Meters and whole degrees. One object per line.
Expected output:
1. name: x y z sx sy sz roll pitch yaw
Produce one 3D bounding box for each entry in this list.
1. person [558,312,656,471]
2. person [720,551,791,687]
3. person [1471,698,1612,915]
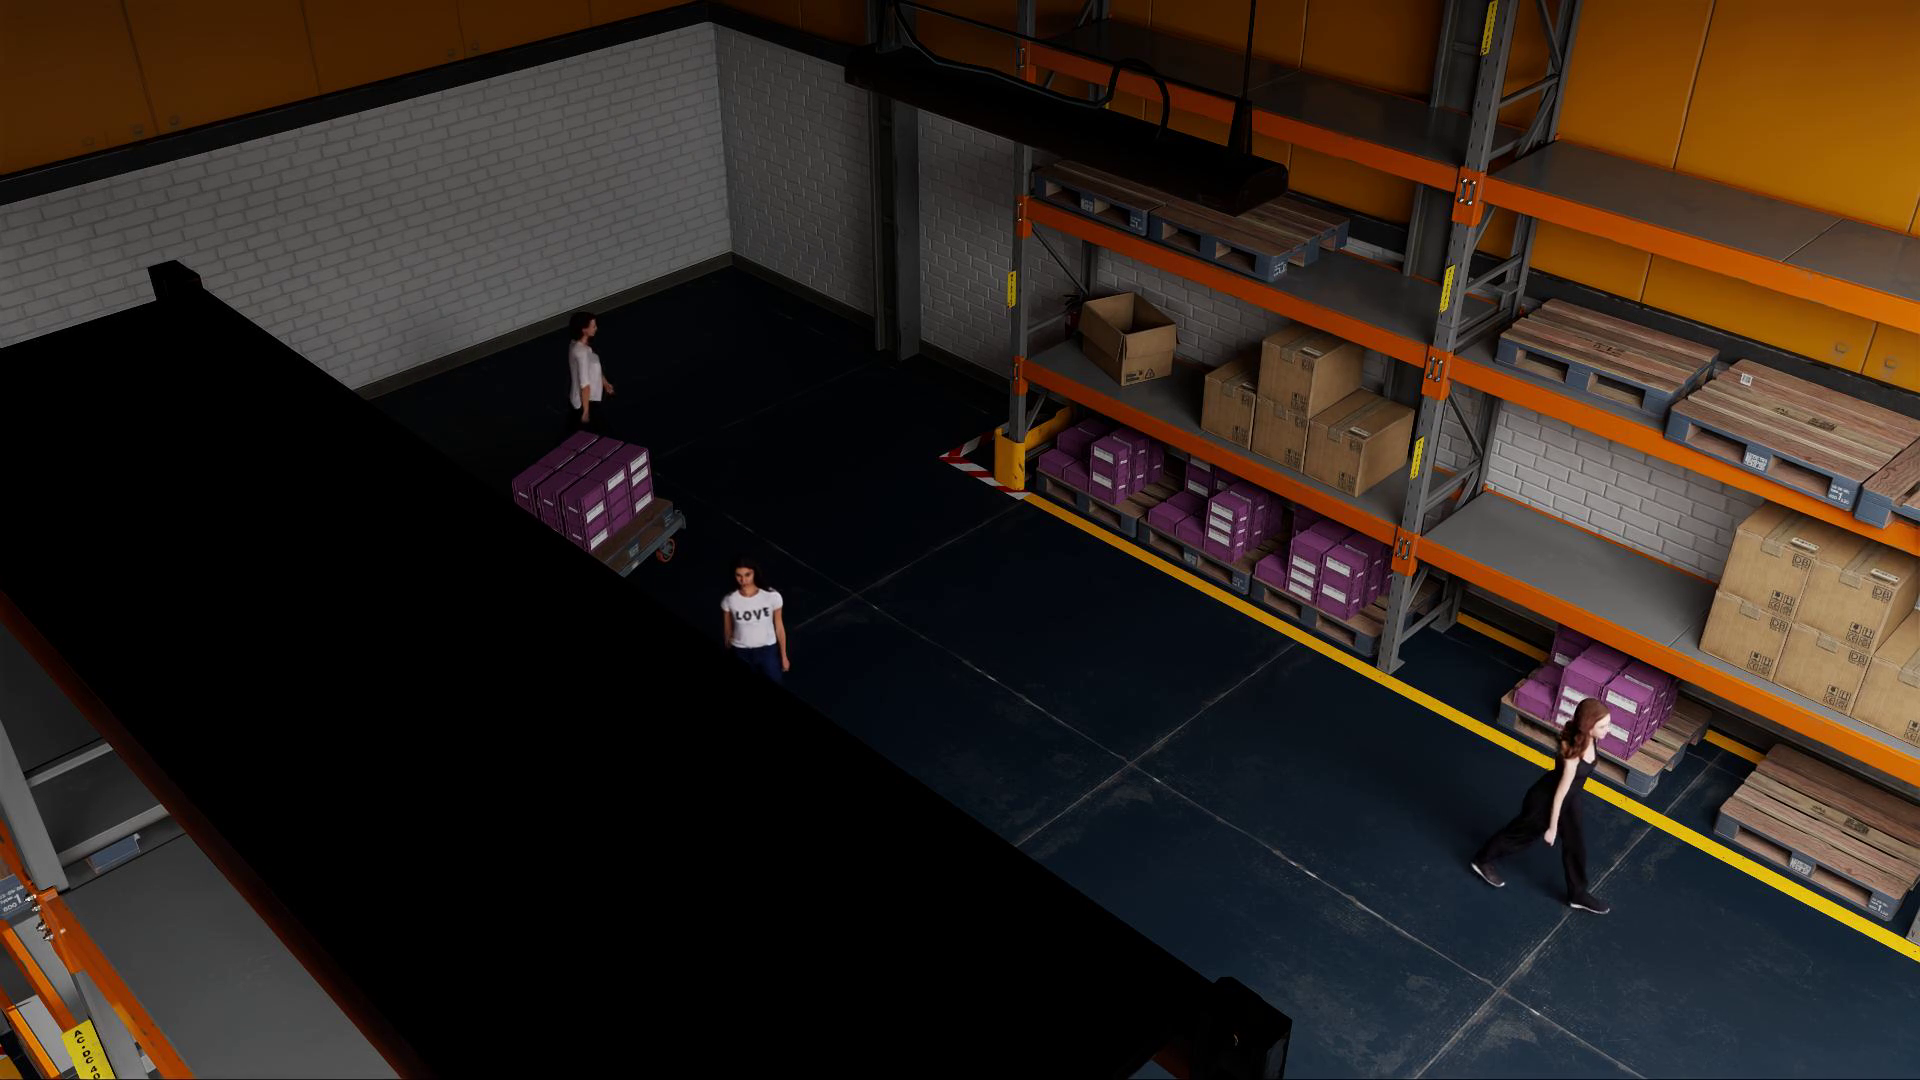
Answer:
1. person: -3.426 -1.163 14.794 1.027 1.720 1.196 -13 36 -18
2. person: -1.447 0.802 11.799 0.871 1.763 0.959 -4 34 -6
3. person: 3.716 1.636 10.615 1.122 1.684 0.622 27 42 34
